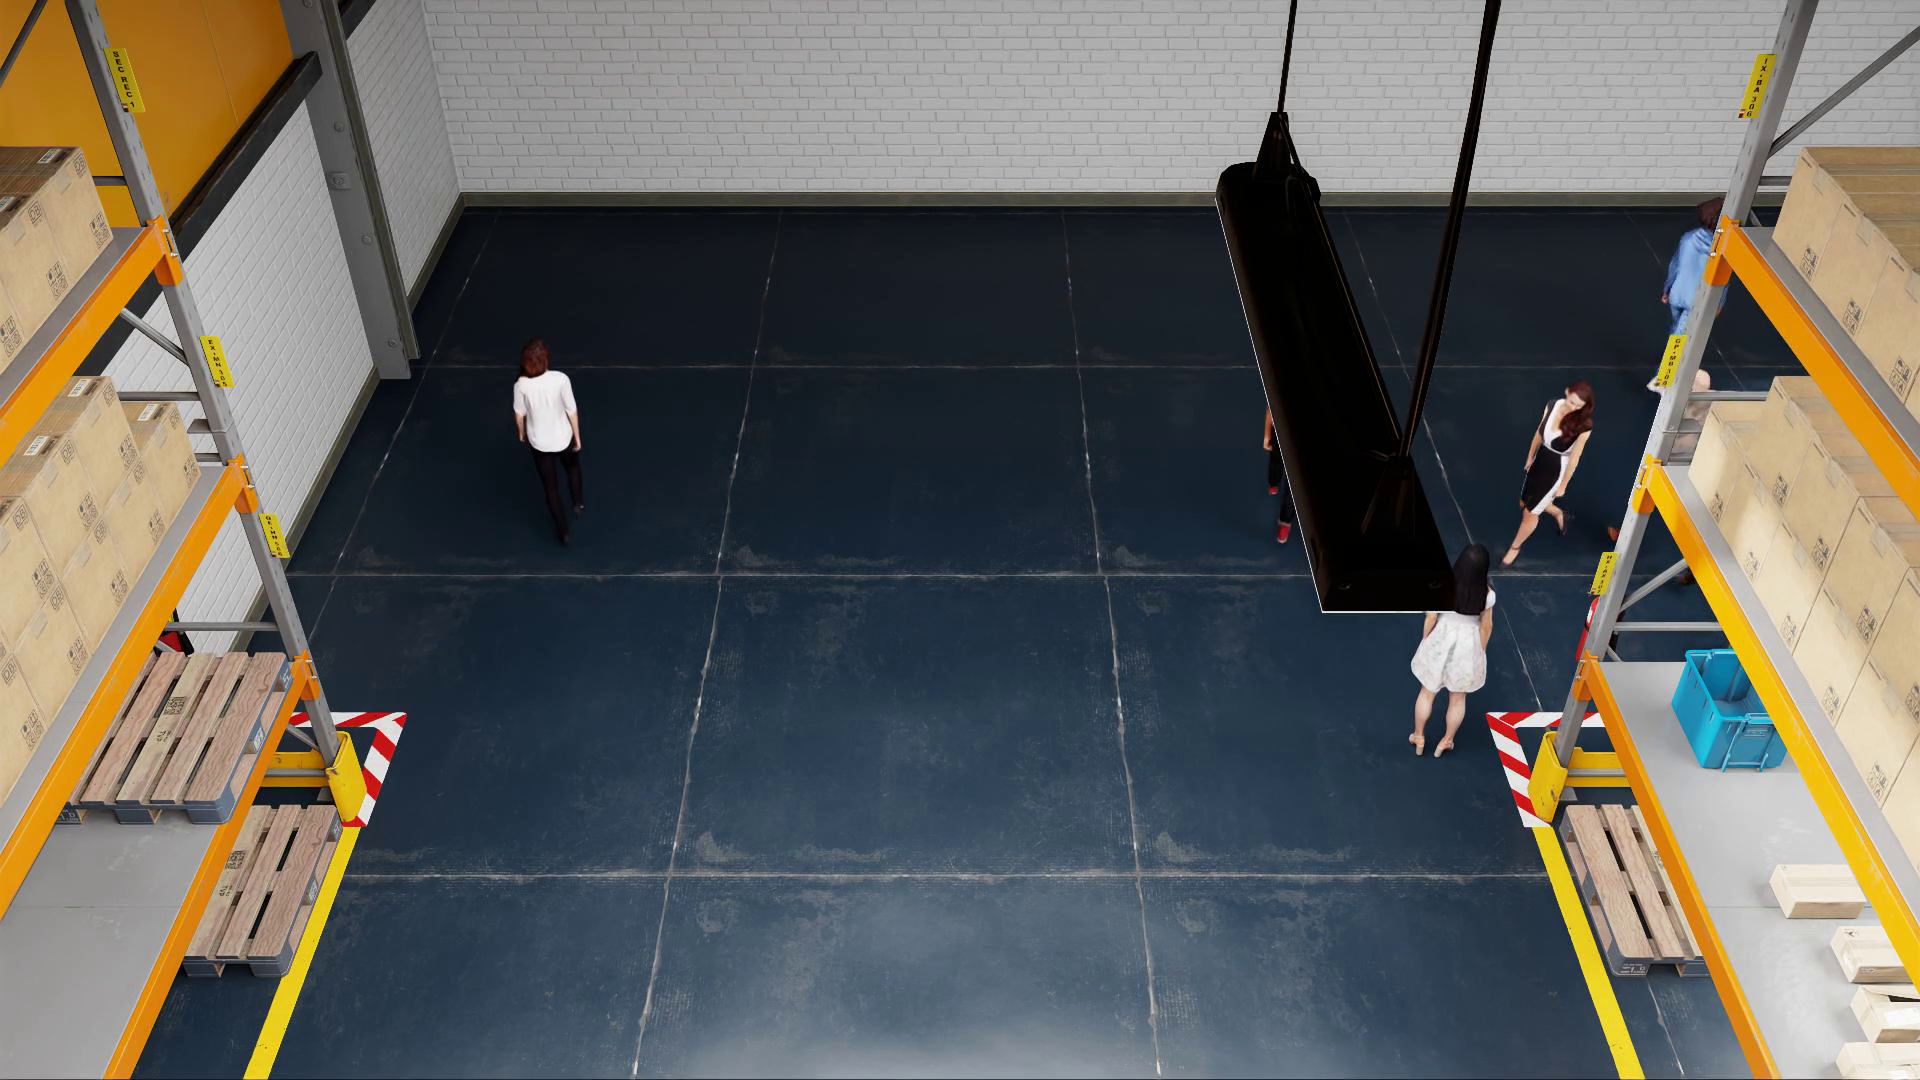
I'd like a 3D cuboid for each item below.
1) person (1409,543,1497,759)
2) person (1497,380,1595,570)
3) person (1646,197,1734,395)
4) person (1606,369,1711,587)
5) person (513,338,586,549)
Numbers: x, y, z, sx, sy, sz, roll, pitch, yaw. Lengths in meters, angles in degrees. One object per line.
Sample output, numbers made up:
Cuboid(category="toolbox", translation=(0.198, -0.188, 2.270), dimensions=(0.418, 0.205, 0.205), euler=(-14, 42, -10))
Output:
Cuboid(category="person", translation=(3.250, 0.737, 10.980), dimensions=(0.736, 1.774, 0.749), euler=(13, 40, 15))
Cuboid(category="person", translation=(4.501, -0.501, 12.540), dimensions=(0.932, 1.762, 0.954), euler=(-16, 41, -19))
Cuboid(category="person", translation=(6.360, -2.104, 14.532), dimensions=(1.216, 1.782, 1.172), euler=(-30, 47, -32))
Cuboid(category="person", translation=(5.432, -0.456, 12.478), dimensions=(0.983, 1.769, 1.270), euler=(-13, 40, -16))
Cuboid(category="person", translation=(-3.126, -0.682, 12.756), dimensions=(0.754, 1.776, 0.872), euler=(-12, 40, -15))
